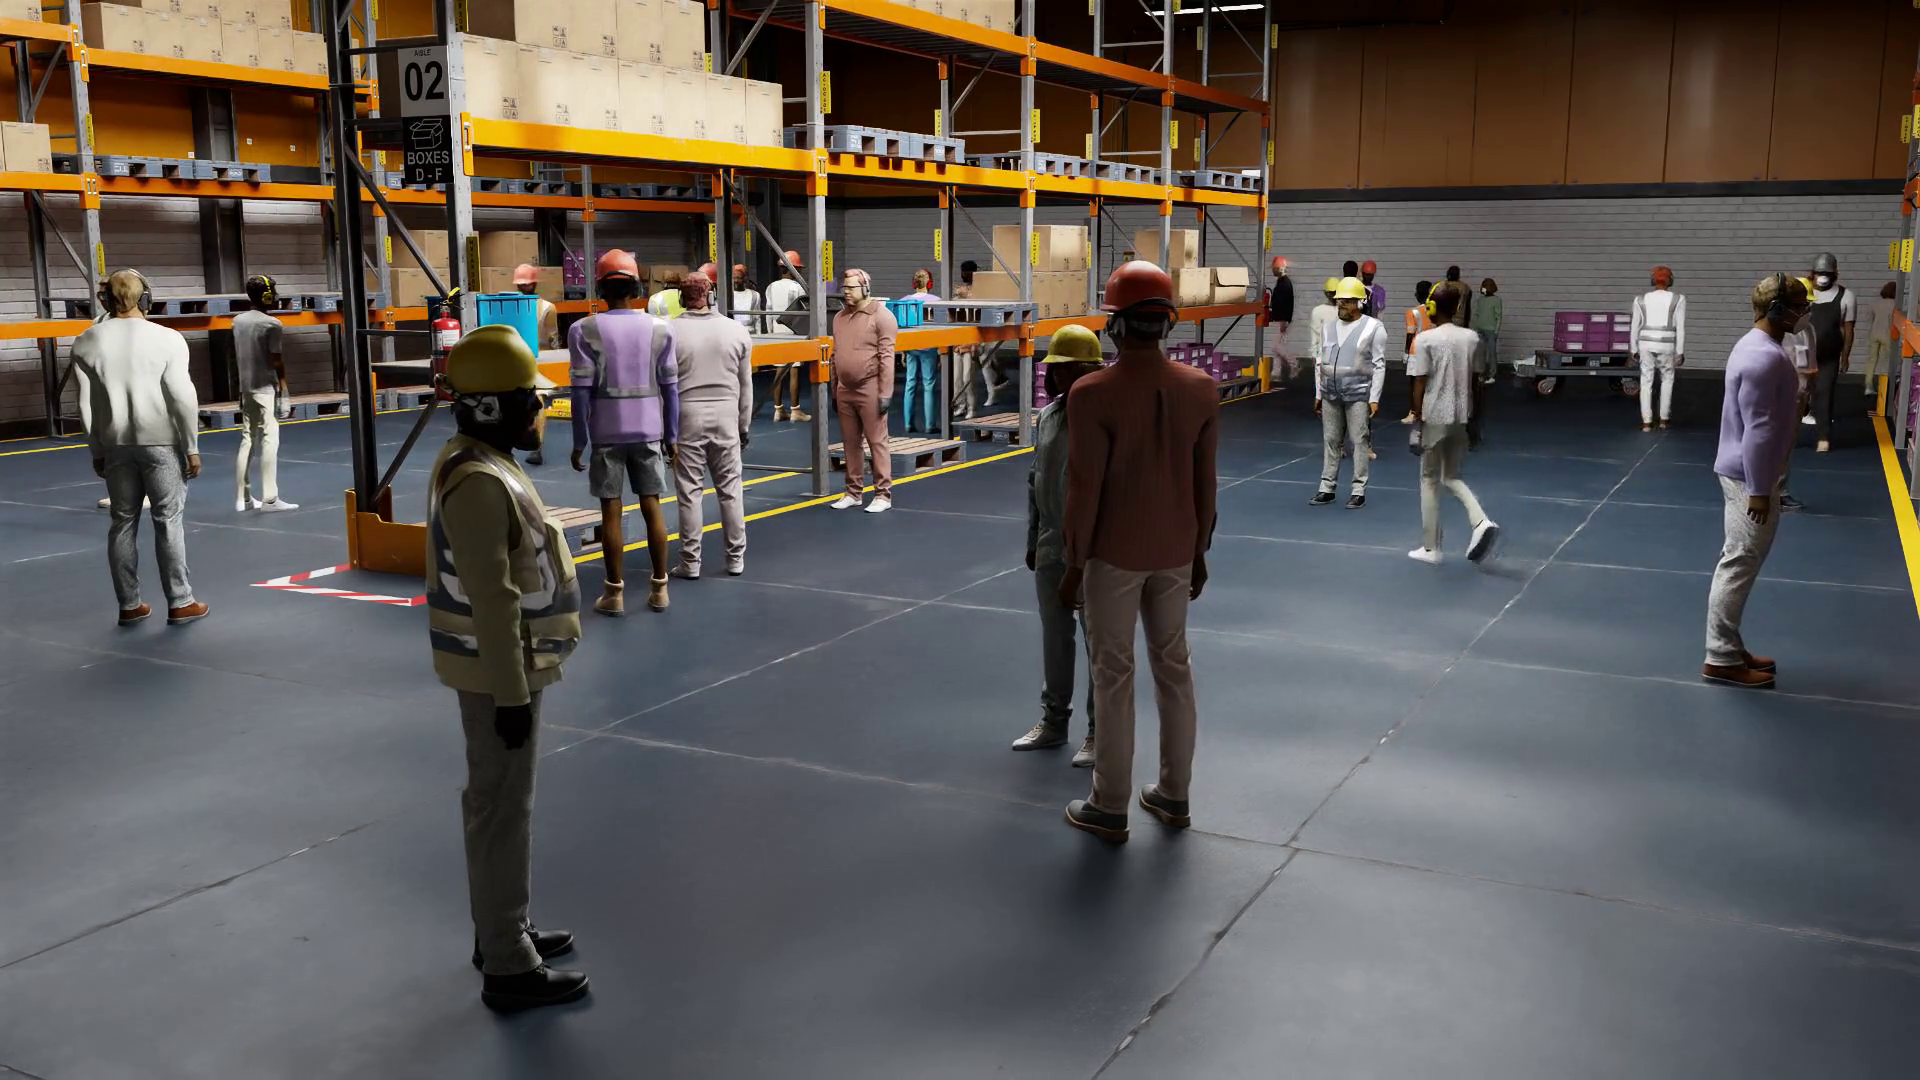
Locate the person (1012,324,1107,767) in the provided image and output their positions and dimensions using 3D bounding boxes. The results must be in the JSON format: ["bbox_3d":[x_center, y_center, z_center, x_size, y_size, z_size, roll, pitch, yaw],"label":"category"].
[{"bbox_3d":[0.447,0.020,6.618,0.294,1.744,0.487,-10,14,-44],"label":"person"}]

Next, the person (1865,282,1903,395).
[{"bbox_3d":[13.197,-2.869,23.724,0.538,1.611,0.530,-5,11,-29],"label":"person"}]

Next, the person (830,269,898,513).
[{"bbox_3d":[-0.786,-1.165,13.043,0.645,1.900,0.404,8,12,37],"label":"person"}]

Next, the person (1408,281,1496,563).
[{"bbox_3d":[3.185,-0.738,10.730,0.533,1.848,0.588,-4,11,-23],"label":"person"}]

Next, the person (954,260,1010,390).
[{"bbox_3d":[0.292,-3.179,24.648,0.910,1.928,0.605,-4,11,-22],"label":"person"}]

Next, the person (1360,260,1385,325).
[{"bbox_3d":[5.896,-3.107,24.208,0.565,1.918,0.402,2,10,10],"label":"person"}]

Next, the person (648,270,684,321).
[{"bbox_3d":[-3.362,-2.258,19.584,0.645,1.832,0.431,-6,12,-32],"label":"person"}]

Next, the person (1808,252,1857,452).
[{"bbox_3d":[8.731,-1.920,16.991,0.700,2.000,0.537,6,11,30],"label":"person"}]

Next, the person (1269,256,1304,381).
[{"bbox_3d":[5.064,-3.458,26.080,0.519,1.976,0.637,0,10,0],"label":"person"}]

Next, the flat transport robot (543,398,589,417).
[{"bbox_3d":[-4.524,-1.689,20.773,0.652,0.197,1.431,5,11,26],"label":"flat transport robot"}]

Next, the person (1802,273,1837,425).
[{"bbox_3d":[10.204,-2.324,19.720,0.642,1.909,0.410,-8,13,-40],"label":"person"}]

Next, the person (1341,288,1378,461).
[{"bbox_3d":[3.858,-1.618,16.230,0.537,1.699,0.321,6,12,32],"label":"person"}]

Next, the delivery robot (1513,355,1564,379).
[{"bbox_3d":[8.639,-2.582,24.837,0.707,0.478,0.477,2,10,15],"label":"delivery robot"}]

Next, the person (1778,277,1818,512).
[{"bbox_3d":[6.483,-1.133,13.041,0.600,1.829,0.404,-6,12,-32],"label":"person"}]

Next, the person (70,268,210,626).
[{"bbox_3d":[-4.437,-0.493,9.027,0.631,1.940,0.372,0,10,-1],"label":"person"}]

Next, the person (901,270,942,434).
[{"bbox_3d":[-0.431,-2.100,18.631,0.564,1.837,0.386,5,11,26],"label":"person"}]

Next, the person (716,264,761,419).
[{"bbox_3d":[-2.692,-2.403,20.235,0.572,1.886,0.355,-3,10,-19],"label":"person"}]

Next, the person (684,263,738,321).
[{"bbox_3d":[-2.400,-1.690,15.994,0.581,1.924,0.445,3,10,14],"label":"person"}]

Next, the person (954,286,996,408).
[{"bbox_3d":[0.193,-2.530,21.807,0.524,1.593,0.855,8,13,39],"label":"person"}]

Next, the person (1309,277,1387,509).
[{"bbox_3d":[3.069,-1.163,13.205,0.589,1.834,0.403,8,13,40],"label":"person"}]

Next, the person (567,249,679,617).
[{"bbox_3d":[-1.883,-0.593,9.308,0.615,2.038,0.395,-5,11,-25],"label":"person"}]

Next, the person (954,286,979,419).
[{"bbox_3d":[0.073,-2.299,20.431,0.338,1.624,0.562,-7,12,-33],"label":"person"}]

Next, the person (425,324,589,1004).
[{"bbox_3d":[-1.233,0.336,4.530,0.404,1.833,0.590,-3,10,-18],"label":"person"}]

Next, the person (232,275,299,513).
[{"bbox_3d":[-5.474,-1.139,13.030,0.526,1.856,0.373,4,11,23],"label":"person"}]

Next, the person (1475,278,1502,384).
[{"bbox_3d":[8.190,-3.245,25.837,0.282,1.633,0.501,-5,11,-28],"label":"person"}]

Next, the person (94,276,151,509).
[{"bbox_3d":[-6.615,-1.161,13.163,0.507,1.847,0.351,3,10,16],"label":"person"}]

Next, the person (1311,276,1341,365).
[{"bbox_3d":[4.381,-2.240,19.683,0.534,1.745,0.583,-2,10,-13],"label":"person"}]

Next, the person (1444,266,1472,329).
[{"bbox_3d":[7.743,-3.435,26.411,0.667,1.815,0.616,-1,10,-3],"label":"person"}]

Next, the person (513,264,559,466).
[{"bbox_3d":[-4.140,-1.651,15.817,0.557,1.905,0.860,1,10,4],"label":"person"}]

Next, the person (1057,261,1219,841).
[{"bbox_3d":[0.610,0.041,5.770,0.622,1.993,0.384,-5,11,-28],"label":"person"}]

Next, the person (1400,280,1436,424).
[{"bbox_3d":[5.456,-2.207,19.637,0.535,1.700,0.318,-5,11,-25],"label":"person"}]

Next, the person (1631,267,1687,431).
[{"bbox_3d":[8.004,-2.183,19.030,0.614,1.856,0.801,7,12,33],"label":"person"}]

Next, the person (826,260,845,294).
[{"bbox_3d":[-2.295,-3.988,29.285,0.587,1.929,0.361,-1,10,-4],"label":"person"}]

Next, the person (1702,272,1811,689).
[{"bbox_3d":[3.729,-0.278,7.804,0.354,1.932,0.631,4,11,24],"label":"person"}]

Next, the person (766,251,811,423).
[{"bbox_3d":[-2.030,-2.425,19.910,0.615,2.039,0.386,7,12,36],"label":"person"}]

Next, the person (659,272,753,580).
[{"bbox_3d":[-1.606,-0.702,10.345,0.641,1.904,0.401,-4,11,-23],"label":"person"}]

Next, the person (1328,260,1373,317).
[{"bbox_3d":[5.068,-2.671,21.682,0.591,1.922,0.391,0,10,-2],"label":"person"}]
